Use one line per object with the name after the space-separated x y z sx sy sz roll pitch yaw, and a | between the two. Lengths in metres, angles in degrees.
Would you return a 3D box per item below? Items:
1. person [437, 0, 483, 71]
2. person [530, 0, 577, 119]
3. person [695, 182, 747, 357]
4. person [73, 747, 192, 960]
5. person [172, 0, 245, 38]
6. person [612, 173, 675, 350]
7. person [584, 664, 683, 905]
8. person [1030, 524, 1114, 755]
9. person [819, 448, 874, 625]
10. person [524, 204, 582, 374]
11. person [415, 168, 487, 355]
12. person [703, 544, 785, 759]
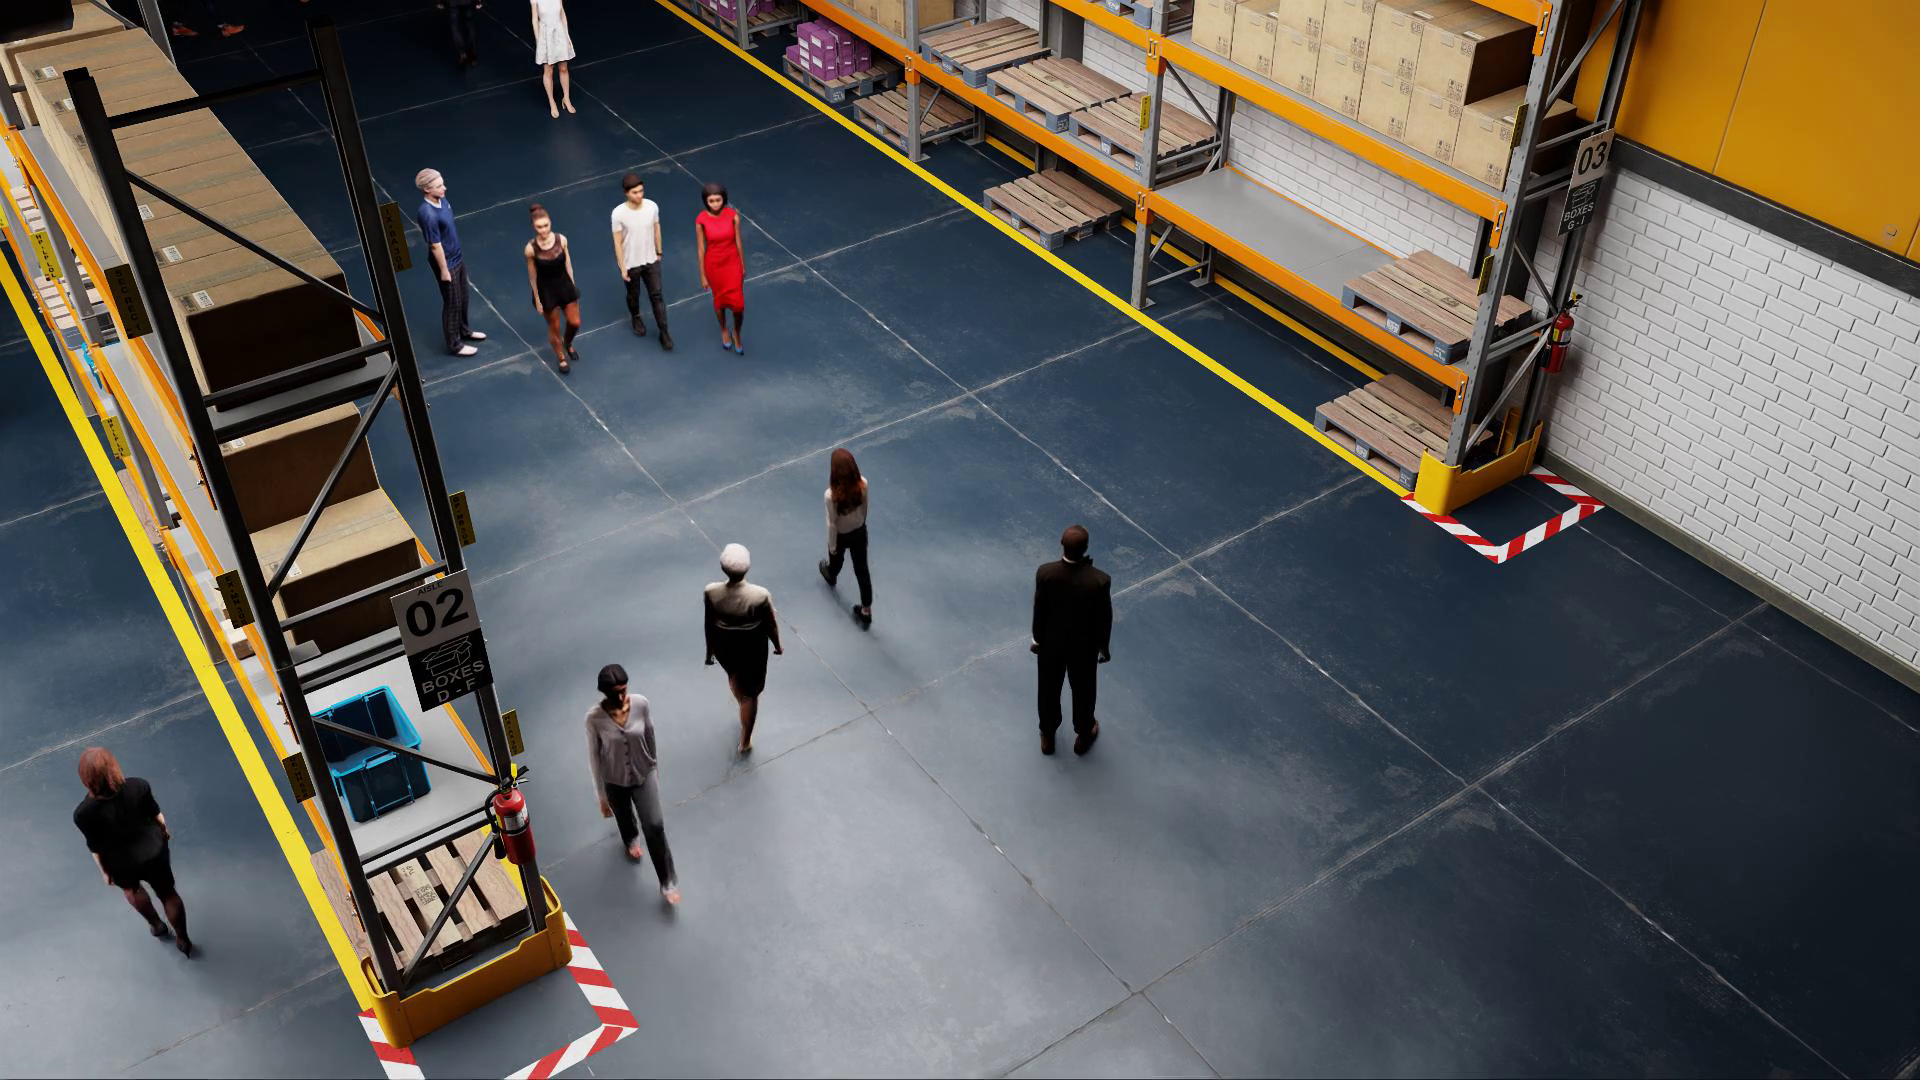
-6.205 -6.672 20.571 0.859 1.792 0.999 -10 40 -12 | person
-4.789 -5.860 19.568 0.636 1.774 0.617 -23 44 -26 | person
-2.219 -2.557 15.468 0.697 1.730 0.750 -10 40 -12 | person
-4.855 1.925 9.886 0.628 1.691 0.661 -30 47 -32 | person
-10.032 -7.309 21.379 1.000 1.778 1.179 -11 40 -13 | person
-3.054 -2.668 15.633 0.712 1.697 0.937 -19 42 -22 | person
-2.143 1.417 10.485 0.745 1.737 1.081 -15 41 -18 | person
0.740 0.679 11.276 0.792 1.903 0.850 6 39 7 | person
-0.793 0.002 12.498 0.608 1.438 0.993 -20 43 -23 | person
-3.737 -2.319 15.221 0.606 1.666 0.628 -20 43 -23 | person
-4.766 -2.585 15.394 0.804 1.866 0.694 -1 39 -1 | person
-1.497 0.811 11.247 0.910 1.735 0.977 4 39 5 | person
